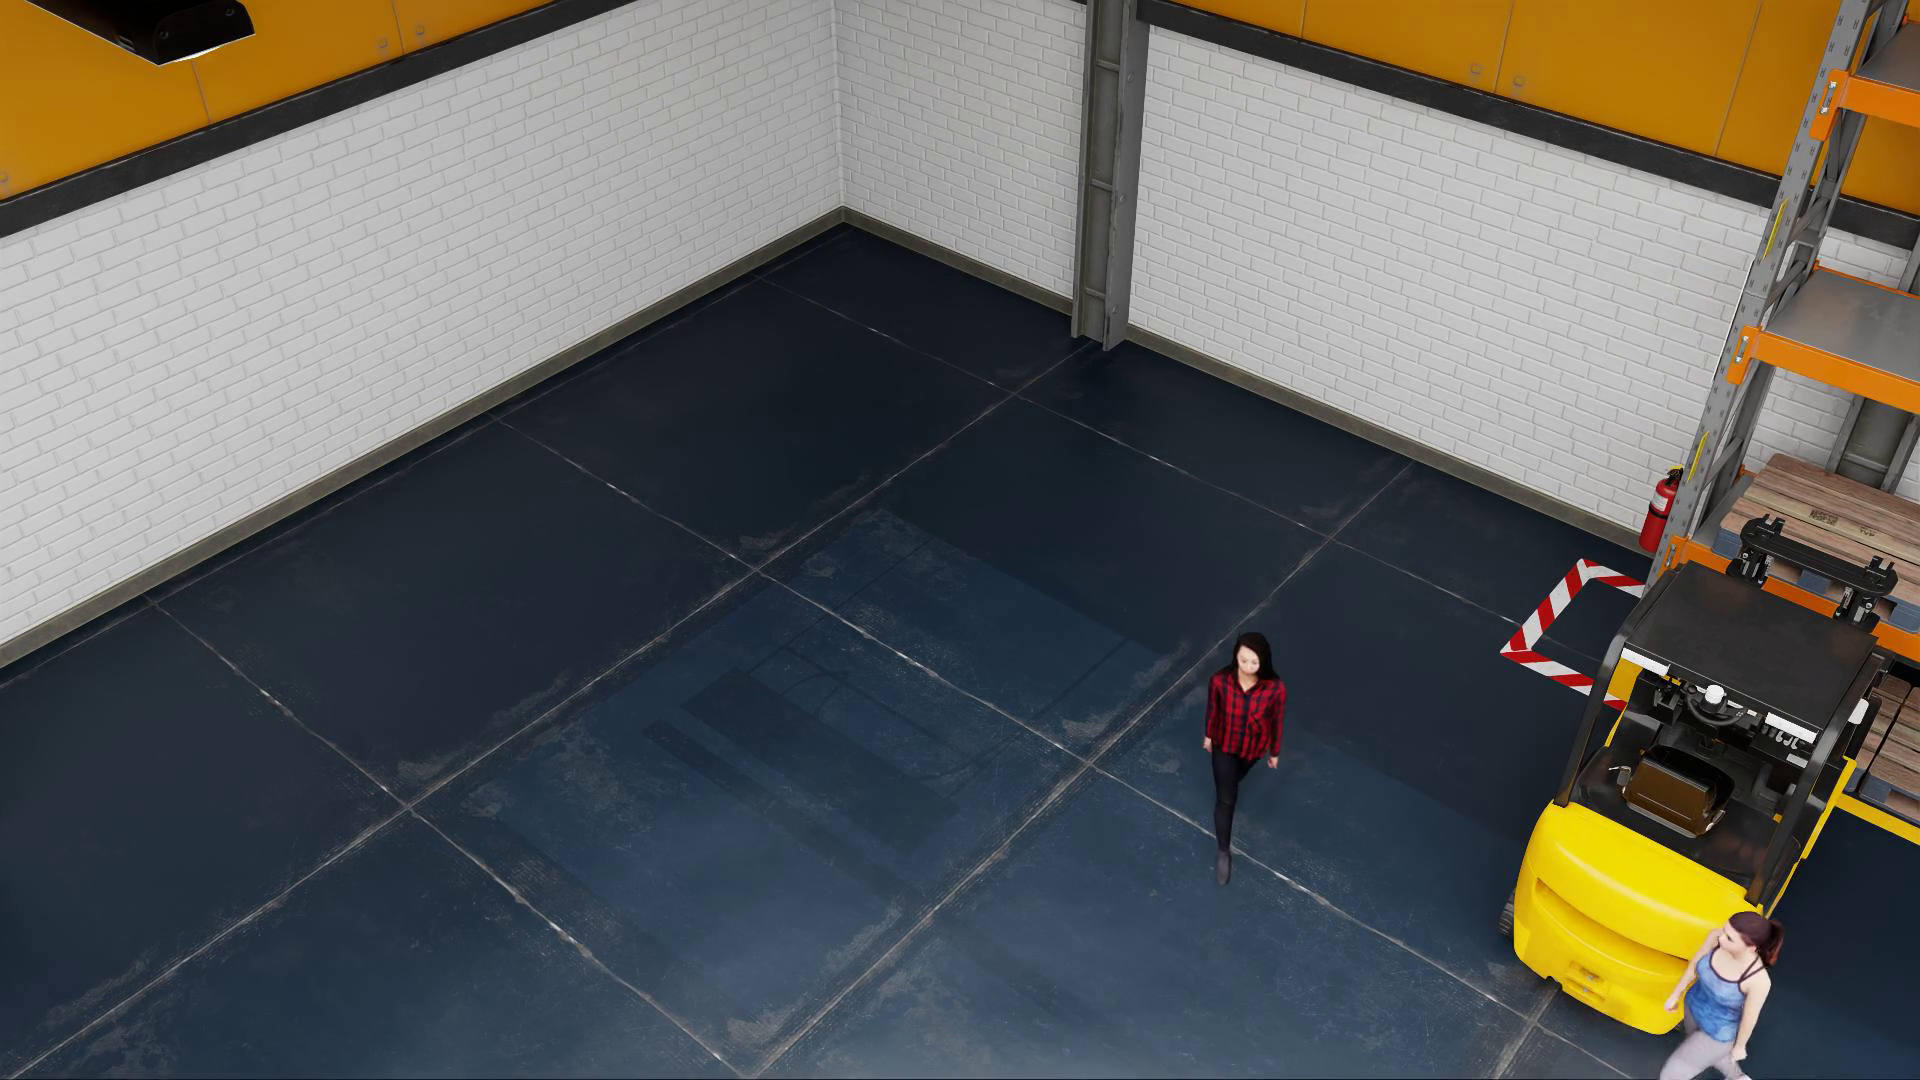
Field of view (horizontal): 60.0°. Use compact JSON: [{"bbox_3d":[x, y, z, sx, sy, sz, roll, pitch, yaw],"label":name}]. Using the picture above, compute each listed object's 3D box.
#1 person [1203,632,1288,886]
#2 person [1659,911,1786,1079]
[{"bbox_3d":[1.624,1.120,9.628,1.060,1.613,1.012,5,39,6],"label":"person"},{"bbox_3d":[3.743,2.341,8.132,1.044,1.571,1.011,-6,39,-7],"label":"person"}]
